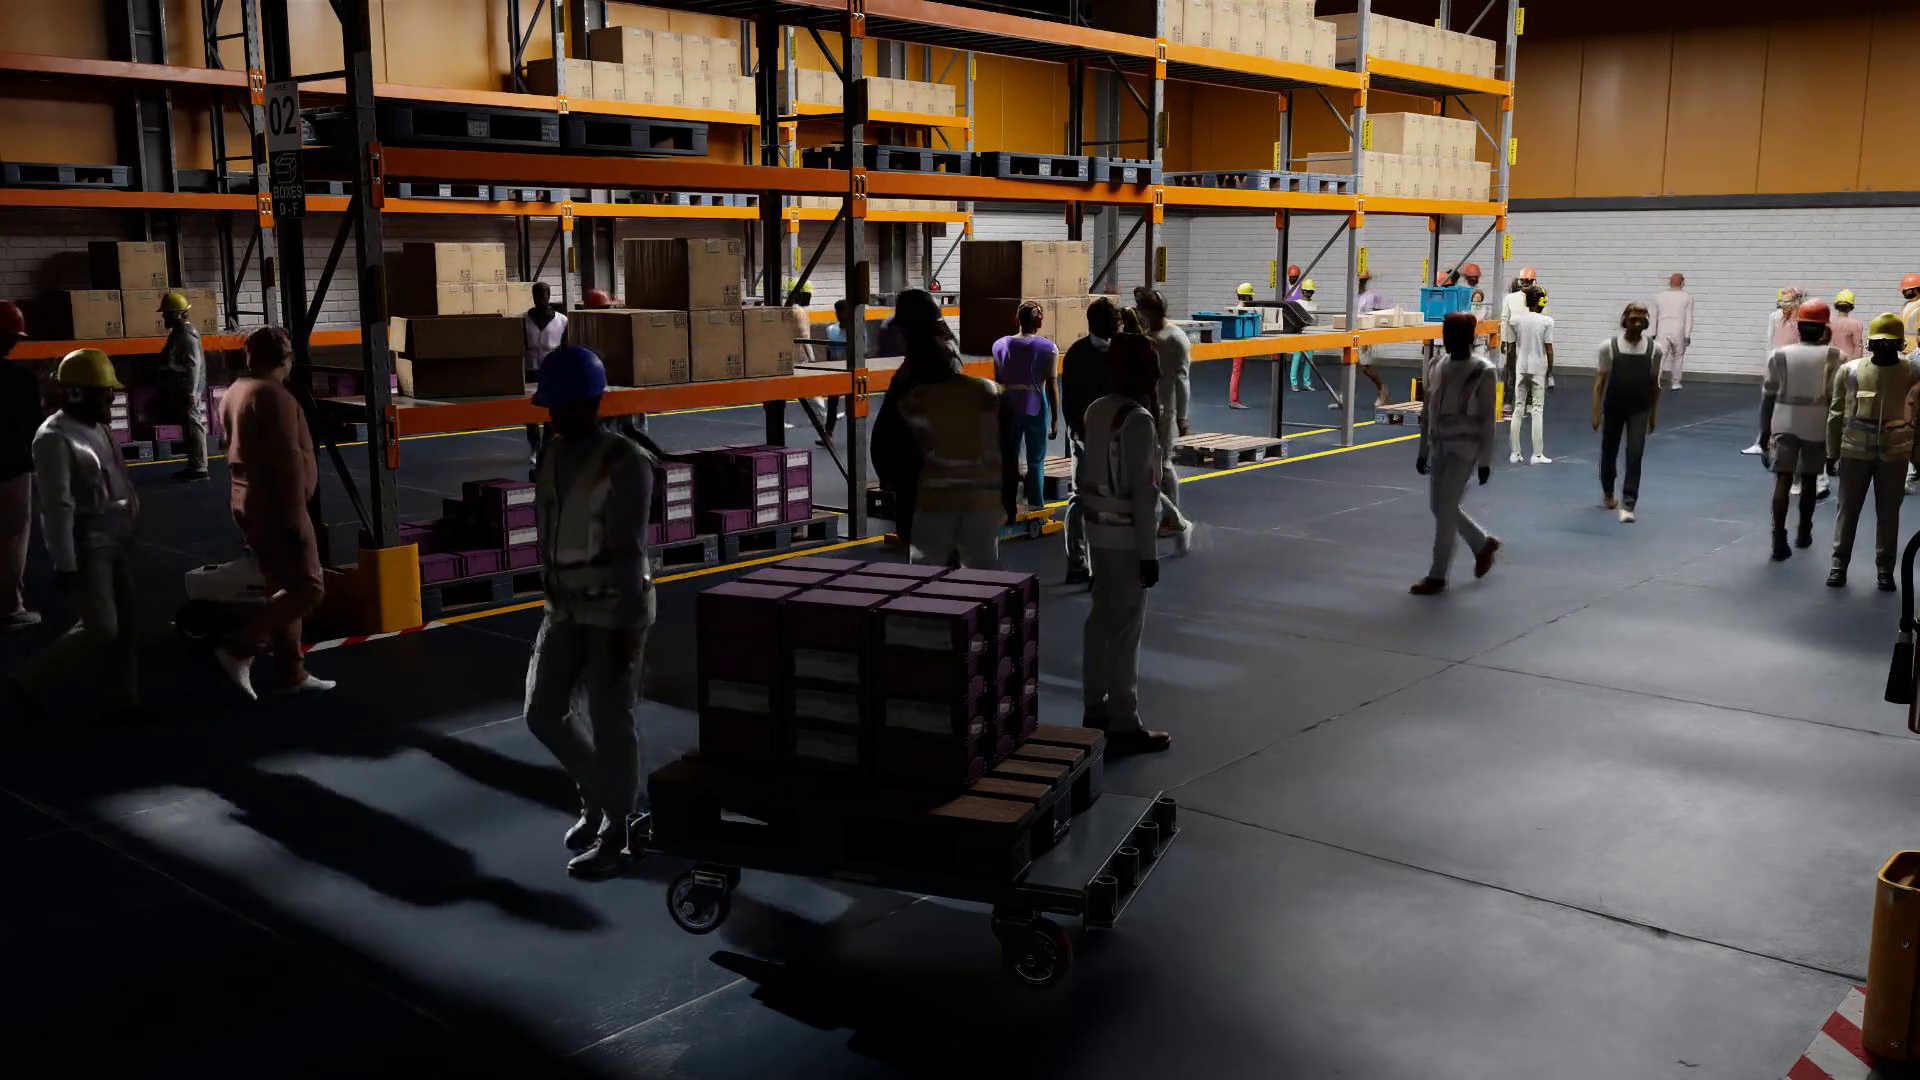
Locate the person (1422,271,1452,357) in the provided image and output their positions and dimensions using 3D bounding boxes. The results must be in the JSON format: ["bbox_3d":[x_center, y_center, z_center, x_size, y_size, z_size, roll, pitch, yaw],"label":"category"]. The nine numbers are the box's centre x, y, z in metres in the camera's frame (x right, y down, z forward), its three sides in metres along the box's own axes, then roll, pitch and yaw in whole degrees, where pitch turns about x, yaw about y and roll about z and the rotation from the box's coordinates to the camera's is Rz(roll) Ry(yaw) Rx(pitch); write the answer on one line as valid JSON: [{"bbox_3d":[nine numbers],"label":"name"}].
[{"bbox_3d":[6.642,-2.739,23.004,0.547,1.934,0.376,8,13,40],"label":"person"}]

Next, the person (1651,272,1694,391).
[{"bbox_3d":[11.263,-3.297,26.352,0.649,1.873,0.897,8,13,38],"label":"person"}]

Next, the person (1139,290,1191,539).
[{"bbox_3d":[1.531,-0.990,13.063,0.435,1.928,0.675,-5,11,-27],"label":"person"}]

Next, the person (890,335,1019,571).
[{"bbox_3d":[-0.038,-0.163,8.751,0.695,1.812,0.433,-1,10,-4],"label":"person"}]

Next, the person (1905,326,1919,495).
[{"bbox_3d":[8.851,-1.193,15.162,0.822,1.578,0.617,-5,11,-28],"label":"person"}]

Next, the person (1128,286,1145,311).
[{"bbox_3d":[2.708,-2.976,25.075,0.558,1.680,0.418,5,11,27],"label":"person"}]

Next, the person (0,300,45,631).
[{"bbox_3d":[-5.635,-0.405,9.668,0.628,1.955,0.540,2,10,9],"label":"person"}]

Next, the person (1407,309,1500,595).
[{"bbox_3d":[3.302,-0.586,10.946,0.808,1.864,0.579,-5,11,-26],"label":"person"}]

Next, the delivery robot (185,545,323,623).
[{"bbox_3d":[-4.042,0.267,9.547,0.707,0.478,0.477,1,10,5],"label":"delivery robot"}]

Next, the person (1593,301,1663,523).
[{"bbox_3d":[5.582,-1.092,13.951,0.520,1.824,0.825,3,10,17],"label":"person"}]

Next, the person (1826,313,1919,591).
[{"bbox_3d":[6.060,-0.582,11.011,0.600,1.831,0.404,5,11,26],"label":"person"}]

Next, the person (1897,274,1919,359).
[{"bbox_3d":[12.126,-2.432,21.276,0.374,1.928,0.543,0,10,-1],"label":"person"}]

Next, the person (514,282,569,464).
[{"bbox_3d":[-4.364,-1.739,17.392,0.636,1.900,0.560,-3,10,-15],"label":"person"}]

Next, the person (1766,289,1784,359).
[{"bbox_3d":[11.264,-2.535,22.509,0.658,1.710,0.318,6,11,29],"label":"person"}]

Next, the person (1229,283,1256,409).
[{"bbox_3d":[3.977,-2.722,23.389,0.328,1.767,0.532,1,10,8],"label":"person"}]

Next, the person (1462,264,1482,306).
[{"bbox_3d":[8.701,-3.711,28.399,1.032,1.987,0.616,6,12,32],"label":"person"}]

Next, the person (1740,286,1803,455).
[{"bbox_3d":[9.120,-1.830,18.098,1.021,1.855,0.648,-2,10,-10],"label":"person"}]

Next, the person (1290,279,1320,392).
[{"bbox_3d":[5.445,-3.208,26.158,0.533,1.765,0.325,-4,11,-23],"label":"person"}]

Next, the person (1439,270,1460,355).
[{"bbox_3d":[8.170,-3.587,27.959,0.821,1.929,0.719,-8,13,-39],"label":"person"}]

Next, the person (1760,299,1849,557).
[{"bbox_3d":[6.195,-0.827,12.266,0.562,1.889,0.986,6,12,31],"label":"person"}]

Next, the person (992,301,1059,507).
[{"bbox_3d":[0.519,-0.981,13.282,0.561,1.836,0.379,4,11,23],"label":"person"}]

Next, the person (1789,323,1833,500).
[{"bbox_3d":[7.649,-1.150,14.924,0.528,1.590,0.894,4,11,19],"label":"person"}]

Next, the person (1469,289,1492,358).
[{"bbox_3d":[7.762,-2.963,25.130,0.511,1.637,0.307,2,10,9],"label":"person"}]

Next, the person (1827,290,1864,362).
[{"bbox_3d":[10.282,-2.028,19.439,0.316,1.769,0.526,-7,12,-33],"label":"person"}]

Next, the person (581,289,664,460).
[{"bbox_3d":[-3.134,-1.411,15.616,0.924,1.889,0.565,-1,10,-5],"label":"person"}]

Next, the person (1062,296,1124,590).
[{"bbox_3d":[0.903,-0.638,11.032,0.355,1.936,0.633,-5,11,-28],"label":"person"}]

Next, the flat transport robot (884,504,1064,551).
[{"bbox_3d":[0.130,-0.119,12.819,0.652,0.197,1.431,8,13,38],"label":"flat transport robot"}]

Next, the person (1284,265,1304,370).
[{"bbox_3d":[6.175,-4.118,30.857,0.551,1.933,0.369,3,10,16],"label":"person"}]

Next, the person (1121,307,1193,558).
[{"bbox_3d":[1.335,-0.744,11.951,0.687,1.861,0.550,-5,11,-27],"label":"person"}]

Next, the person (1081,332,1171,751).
[{"bbox_3d":[0.737,0.007,7.513,0.337,1.881,0.583,-4,11,-20],"label":"person"}]

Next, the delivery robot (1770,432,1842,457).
[{"bbox_3d":[8.515,-0.979,16.645,0.707,0.478,0.477,-1,10,-5],"label":"delivery robot"}]

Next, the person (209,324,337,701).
[{"bbox_3d":[-3.448,-0.118,8.219,0.551,1.880,0.667,-10,14,-44],"label":"person"}]

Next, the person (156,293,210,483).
[{"bbox_3d":[-7.510,-1.472,16.088,0.403,1.827,0.600,-6,12,-32],"label":"person"}]

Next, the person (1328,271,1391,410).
[{"bbox_3d":[5.639,-2.823,23.285,0.915,2.013,0.610,-5,11,-27],"label":"person"}]

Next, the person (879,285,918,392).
[{"bbox_3d":[-0.489,-1.605,16.675,0.652,1.882,1.040,5,11,25],"label":"person"}]

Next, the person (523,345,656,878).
[{"bbox_3d":[-1.331,0.261,5.978,0.608,1.921,0.431,7,12,35],"label":"person"}]

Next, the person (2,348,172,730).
[{"bbox_3d":[-4.064,0.022,7.671,0.572,1.806,0.601,-1,10,-7],"label":"person"}]

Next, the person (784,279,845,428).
[{"bbox_3d":[-1.948,-2.326,20.824,0.997,1.870,0.617,-2,10,-11],"label":"person"}]

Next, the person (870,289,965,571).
[{"bbox_3d":[-0.231,-0.387,9.310,0.536,2.000,0.681,-3,11,-19],"label":"person"}]

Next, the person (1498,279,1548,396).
[{"bbox_3d":[8.513,-3.077,25.325,0.962,1.791,0.639,8,12,37],"label":"person"}]

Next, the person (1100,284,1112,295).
[{"bbox_3d":[2.704,-3.828,30.110,0.709,1.612,0.517,0,10,-2],"label":"person"}]

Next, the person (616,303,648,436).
[{"bbox_3d":[-3.827,-1.920,19.234,0.497,1.624,0.287,0,10,0],"label":"person"}]

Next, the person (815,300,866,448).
[{"bbox_3d":[-1.333,-1.866,18.755,0.551,1.664,0.707,5,11,24],"label":"person"}]

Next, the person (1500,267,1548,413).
[{"bbox_3d":[7.728,-2.739,22.829,0.612,1.997,0.375,4,11,22],"label":"person"}]

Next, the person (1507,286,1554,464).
[{"bbox_3d":[5.983,-1.722,17.418,0.517,1.865,0.328,9,14,43],"label":"person"}]
